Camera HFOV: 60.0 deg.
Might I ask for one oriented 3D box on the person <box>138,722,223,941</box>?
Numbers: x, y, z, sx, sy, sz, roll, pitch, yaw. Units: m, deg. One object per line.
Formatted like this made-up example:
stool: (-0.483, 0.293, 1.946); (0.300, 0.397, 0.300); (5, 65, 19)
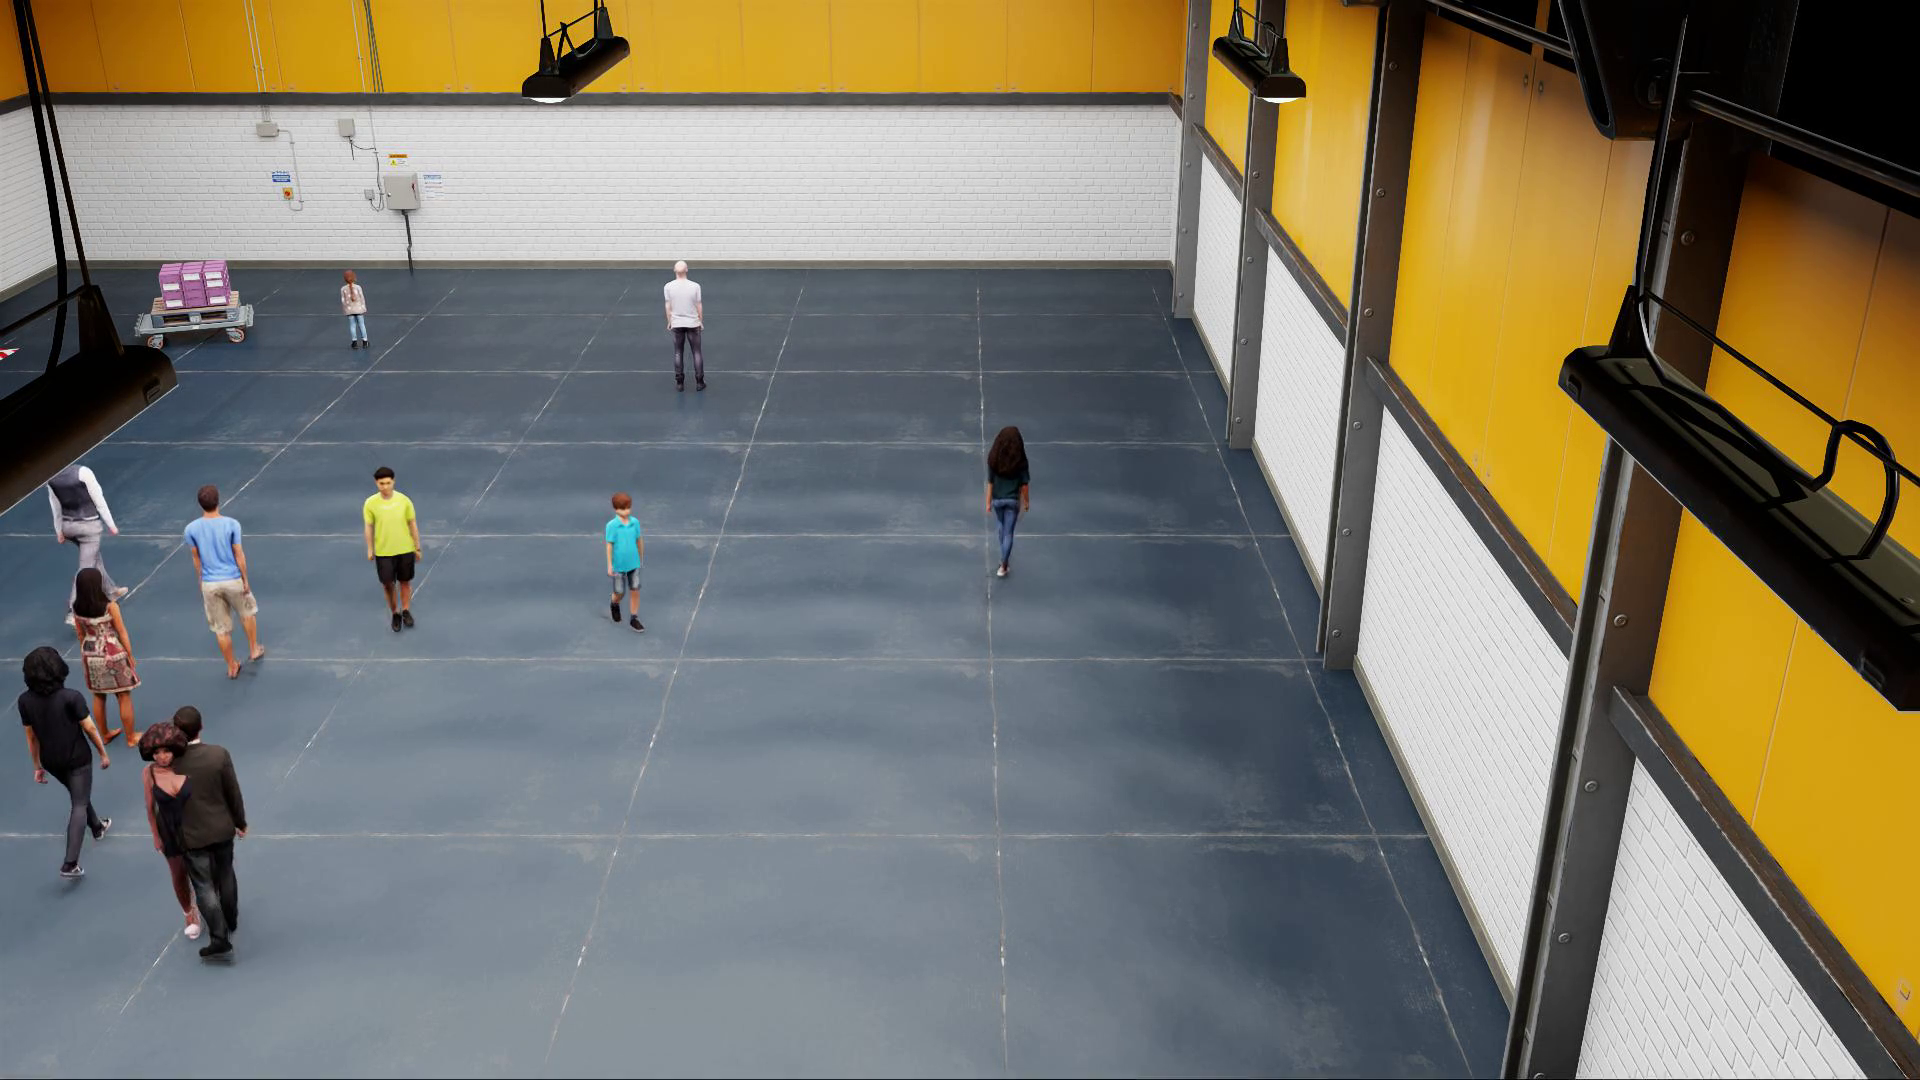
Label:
person: (-5.466, 2.038, 11.739); (0.728, 1.767, 0.819); (-13, 27, -27)

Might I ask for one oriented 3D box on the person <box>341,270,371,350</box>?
person: (-9.134, -3.479, 25.075); (0.539, 1.194, 0.546); (-8, 25, -17)

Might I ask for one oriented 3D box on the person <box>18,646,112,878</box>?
person: (-6.751, 1.687, 12.503); (0.713, 1.798, 1.156); (-2, 24, -4)

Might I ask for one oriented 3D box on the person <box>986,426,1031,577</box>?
person: (0.478, -0.381, 17.492); (0.738, 1.590, 1.015); (5, 24, 11)

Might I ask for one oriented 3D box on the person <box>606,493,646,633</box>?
person: (-3.322, 0.195, 16.358); (0.716, 1.444, 0.797); (-15, 28, -31)

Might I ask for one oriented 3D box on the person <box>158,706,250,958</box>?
person: (-5.284, 2.067, 11.671); (0.968, 1.768, 1.056); (-17, 29, -34)

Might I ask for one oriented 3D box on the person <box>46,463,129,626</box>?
person: (-8.704, -0.074, 16.389); (0.860, 1.910, 1.309); (5, 24, 12)

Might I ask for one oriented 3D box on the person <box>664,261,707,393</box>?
person: (-3.823, -2.983, 23.143); (0.660, 1.832, 0.591); (-1, 24, -3)

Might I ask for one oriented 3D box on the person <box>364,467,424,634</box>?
person: (-5.588, 0.045, 16.381); (0.763, 1.700, 0.780); (-10, 26, -22)

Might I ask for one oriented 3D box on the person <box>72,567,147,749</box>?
person: (-7.329, 1.005, 14.259); (0.694, 1.641, 0.571); (3, 24, 6)

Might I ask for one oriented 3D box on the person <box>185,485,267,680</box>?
person: (-6.811, 0.423, 15.336); (0.778, 1.844, 0.899); (-8, 25, -18)
